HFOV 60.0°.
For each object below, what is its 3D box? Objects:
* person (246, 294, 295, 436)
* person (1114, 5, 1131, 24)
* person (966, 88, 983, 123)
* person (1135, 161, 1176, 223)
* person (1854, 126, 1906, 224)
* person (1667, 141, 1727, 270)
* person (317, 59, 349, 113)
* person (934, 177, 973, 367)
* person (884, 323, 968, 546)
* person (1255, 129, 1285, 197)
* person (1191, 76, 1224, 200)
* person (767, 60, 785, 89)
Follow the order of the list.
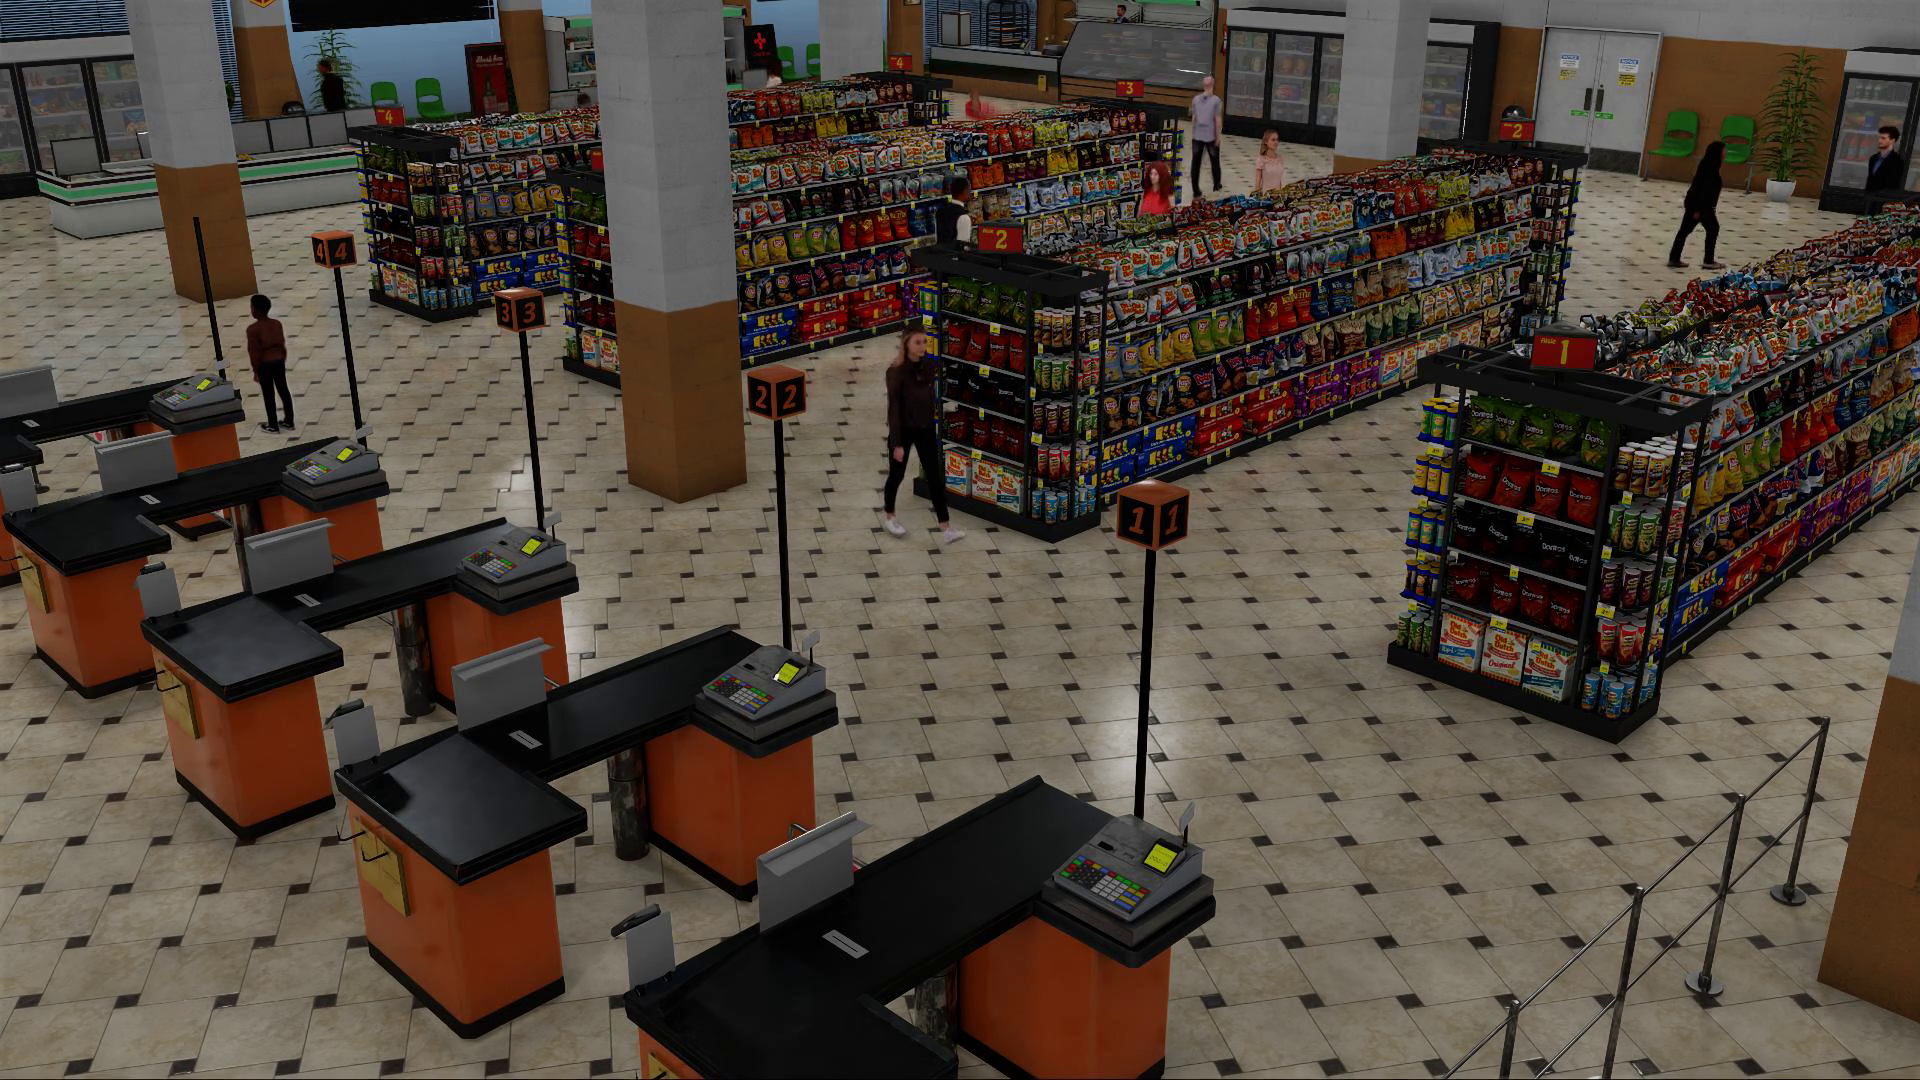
[{"bbox_3d":[-6.150,-1.572,14.819,0.610,1.253,0.470,13,25,30],"label":"person"},{"bbox_3d":[3.725,-11.418,38.503,0.586,1.865,0.632,-19,29,-39],"label":"person"},{"bbox_3d":[0.275,-7.086,28.543,0.891,1.251,0.668,-14,26,-31],"label":"person"},{"bbox_3d":[2.198,-3.253,18.264,0.596,1.803,0.797,20,29,40],"label":"person"},{"bbox_3d":[11.199,-4.039,20.142,1.328,1.860,1.100,-6,23,-15],"label":"person"},{"bbox_3d":[9.179,-4.167,20.839,0.974,1.579,0.955,4,22,11],"label":"person"},{"bbox_3d":[-10.088,-6.883,27.227,1.264,1.857,1.285,4,22,9],"label":"person"},{"bbox_3d":[-0.153,-2.662,16.669,0.954,1.896,0.768,-19,28,-38],"label":"person"},{"bbox_3d":[-0.412,-0.785,12.315,1.035,1.660,0.793,-17,27,-35],"label":"person"},{"bbox_3d":[3.749,-4.102,20.341,0.521,1.830,0.677,-12,25,-27],"label":"person"},{"bbox_3d":[3.709,-6.127,25.415,0.909,1.804,1.171,9,24,22],"label":"person"},{"bbox_3d":[-3.270,-7.506,29.032,0.917,1.667,0.736,-14,26,-31],"label":"person"}]
